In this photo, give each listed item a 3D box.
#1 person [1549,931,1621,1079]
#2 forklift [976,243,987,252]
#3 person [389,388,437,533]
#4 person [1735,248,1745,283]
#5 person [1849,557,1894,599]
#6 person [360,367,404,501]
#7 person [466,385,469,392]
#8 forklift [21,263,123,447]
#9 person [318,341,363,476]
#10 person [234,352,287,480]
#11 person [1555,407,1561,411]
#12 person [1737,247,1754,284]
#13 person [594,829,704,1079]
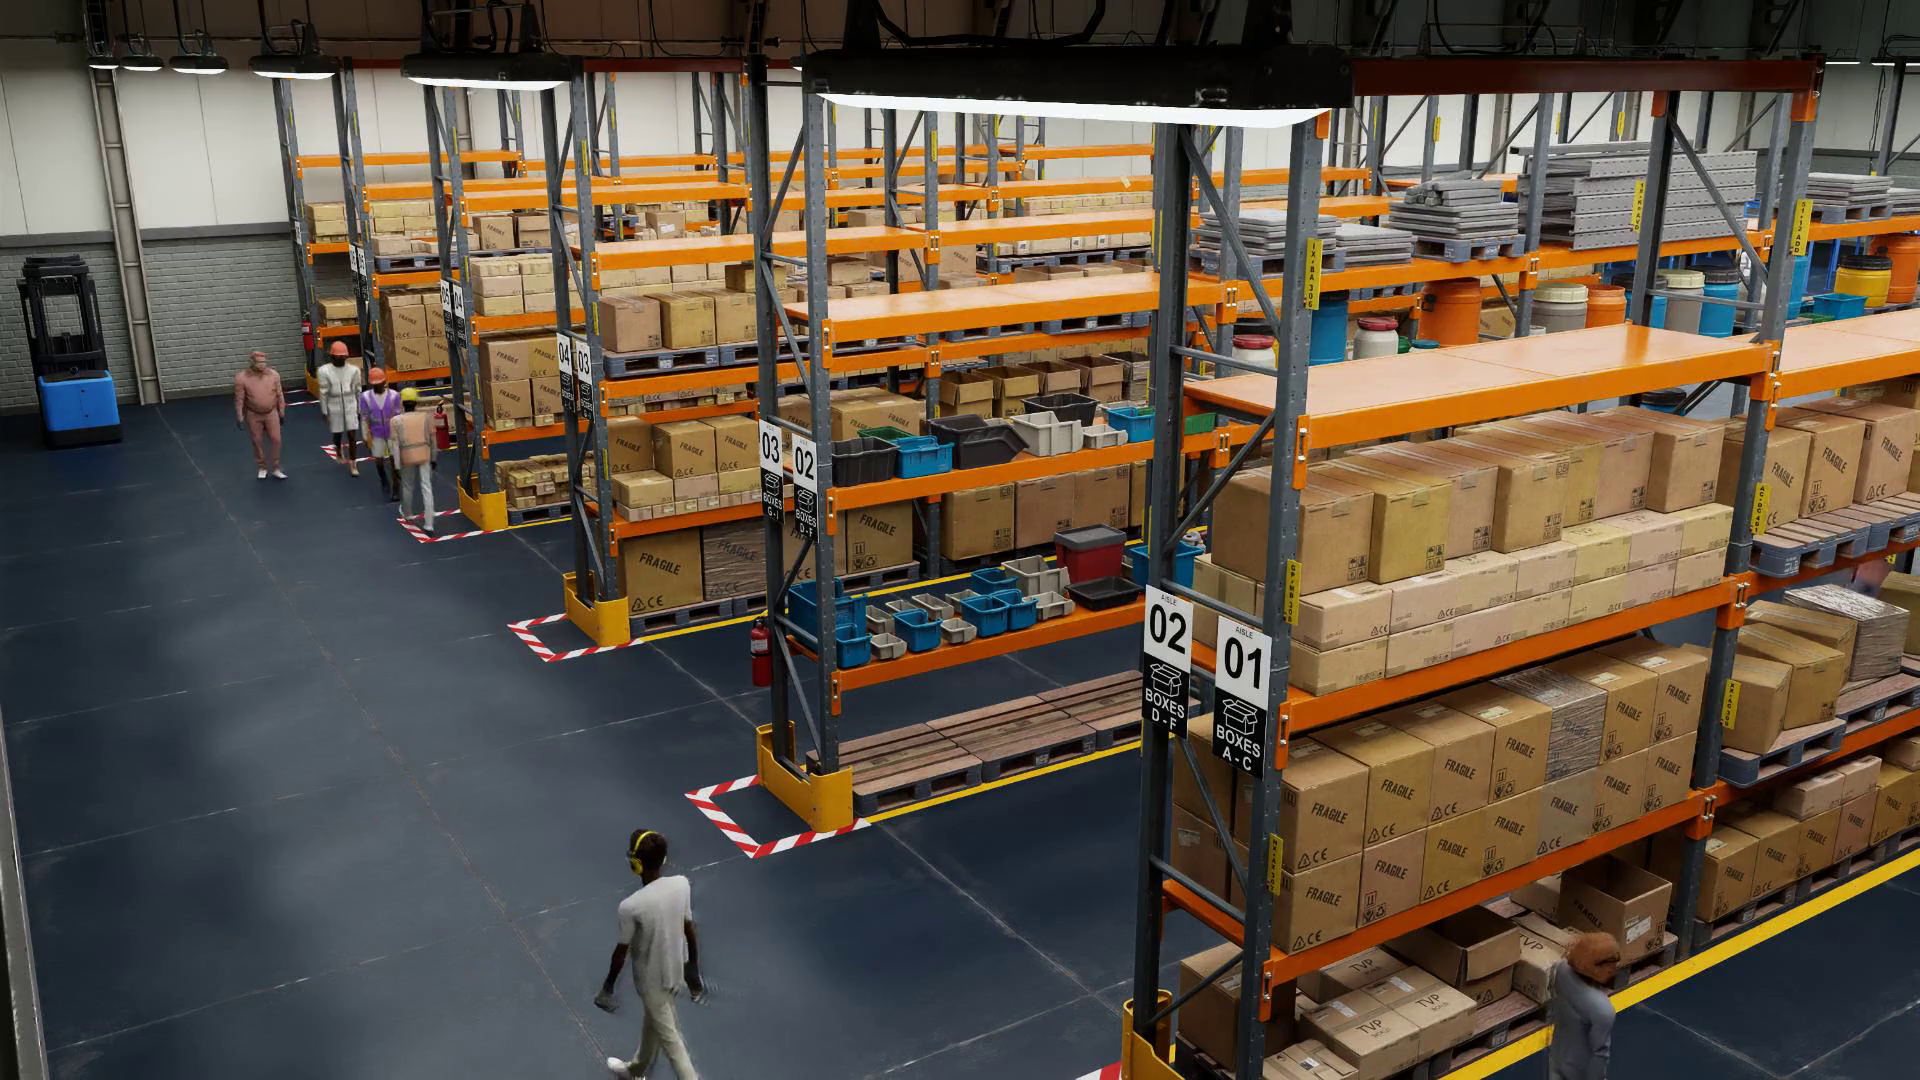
[{"bbox_3d":[3.271,2.814,8.464,0.698,1.607,0.503,-4,18,-14],"label":"person"},{"bbox_3d":[0.988,-5.474,34.718,1.214,2.155,2.313,-10,20,-31],"label":"forklift"},{"bbox_3d":[-7.187,-1.076,20.774,0.598,1.866,1.017,-10,20,-30],"label":"person"},{"bbox_3d":[19.850,-6.897,39.905,0.344,1.842,0.506,-13,22,-37],"label":"person"},{"bbox_3d":[9.300,0.409,16.104,0.583,1.745,0.535,-8,19,-25],"label":"person"},{"bbox_3d":[-8.022,-1.474,22.002,0.582,1.914,0.441,-5,18,-17],"label":"person"},{"bbox_3d":[-8.706,-3.606,29.057,1.024,1.884,0.657,-6,18,-20],"label":"person"},{"bbox_3d":[-14.518,-3.079,25.708,1.129,2.768,1.873,-10,20,-31],"label":"forklift"},{"bbox_3d":[-9.182,-1.976,23.460,0.627,2.026,0.635,-9,19,-27],"label":"person"},{"bbox_3d":[-10.277,-1.818,23.189,0.732,1.884,0.541,-11,20,-31],"label":"person"},{"bbox_3d":[10.012,-2.784,26.407,0.657,1.904,0.588,-5,18,-15],"label":"person"},{"bbox_3d":[18.912,-6.297,37.775,0.552,1.937,0.356,3,17,8],"label":"person"},{"bbox_3d":[-1.757,2.523,9.073,0.996,1.817,0.535,10,20,30],"label":"person"}]
